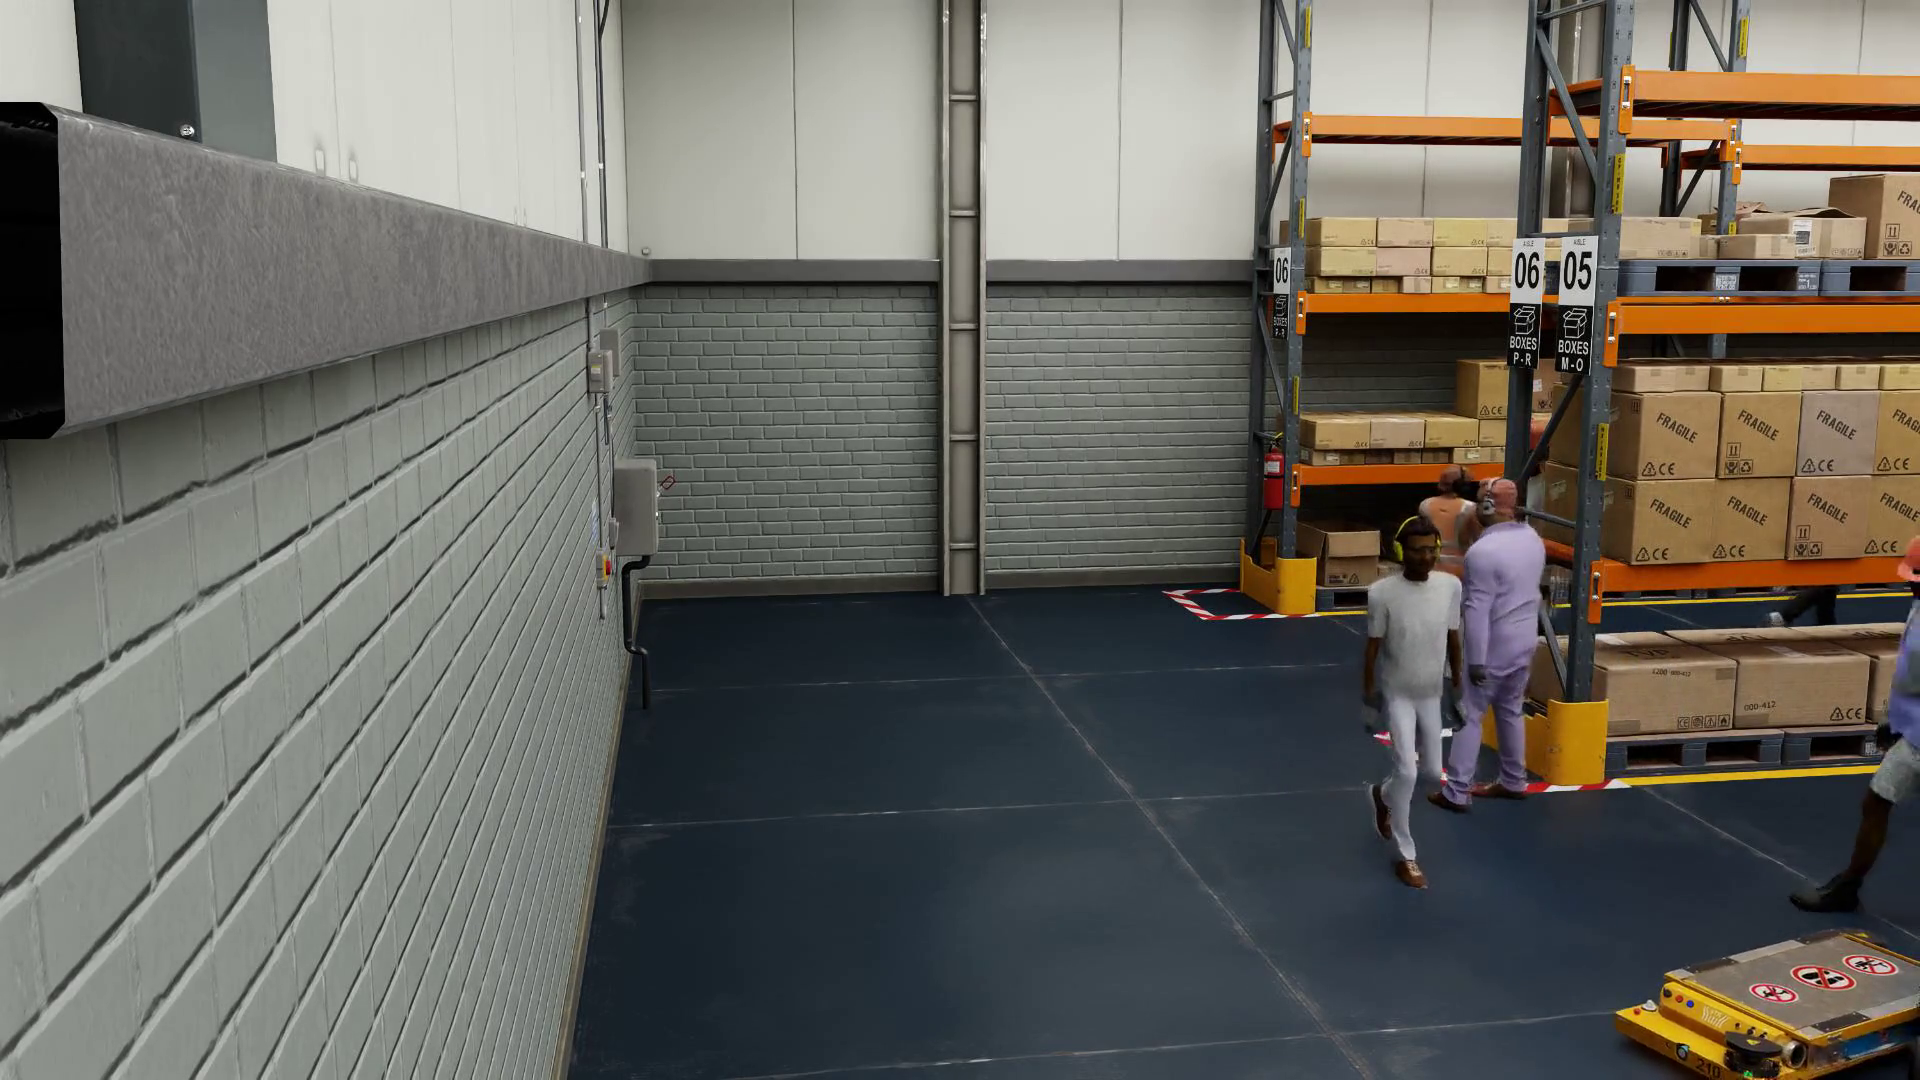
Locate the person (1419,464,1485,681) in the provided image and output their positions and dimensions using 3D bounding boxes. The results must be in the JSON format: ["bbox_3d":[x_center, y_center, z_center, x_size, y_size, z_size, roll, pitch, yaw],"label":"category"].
[{"bbox_3d":[3.654,0.237,12.338,0.457,1.613,0.542,-9,13,-42],"label":"person"}]

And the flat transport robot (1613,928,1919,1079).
[{"bbox_3d":[3.363,1.841,6.583,1.431,0.197,0.652,-5,10,-26],"label":"flat transport robot"}]

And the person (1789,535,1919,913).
[{"bbox_3d":[4.459,0.866,7.653,0.971,1.880,0.579,4,10,22],"label":"person"}]

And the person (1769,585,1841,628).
[{"bbox_3d":[6.881,-0.060,13.321,0.777,1.895,0.594,-2,9,-9],"label":"person"}]

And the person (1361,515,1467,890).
[{"bbox_3d":[2.252,0.765,8.372,0.533,1.848,0.668,-2,10,-14],"label":"person"}]

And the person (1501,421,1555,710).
[{"bbox_3d":[3.774,0.195,11.368,0.814,2.014,0.636,-4,10,-23],"label":"person"}]

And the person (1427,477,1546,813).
[{"bbox_3d":[2.983,0.585,9.362,0.648,1.890,0.440,-7,12,-37],"label":"person"}]
